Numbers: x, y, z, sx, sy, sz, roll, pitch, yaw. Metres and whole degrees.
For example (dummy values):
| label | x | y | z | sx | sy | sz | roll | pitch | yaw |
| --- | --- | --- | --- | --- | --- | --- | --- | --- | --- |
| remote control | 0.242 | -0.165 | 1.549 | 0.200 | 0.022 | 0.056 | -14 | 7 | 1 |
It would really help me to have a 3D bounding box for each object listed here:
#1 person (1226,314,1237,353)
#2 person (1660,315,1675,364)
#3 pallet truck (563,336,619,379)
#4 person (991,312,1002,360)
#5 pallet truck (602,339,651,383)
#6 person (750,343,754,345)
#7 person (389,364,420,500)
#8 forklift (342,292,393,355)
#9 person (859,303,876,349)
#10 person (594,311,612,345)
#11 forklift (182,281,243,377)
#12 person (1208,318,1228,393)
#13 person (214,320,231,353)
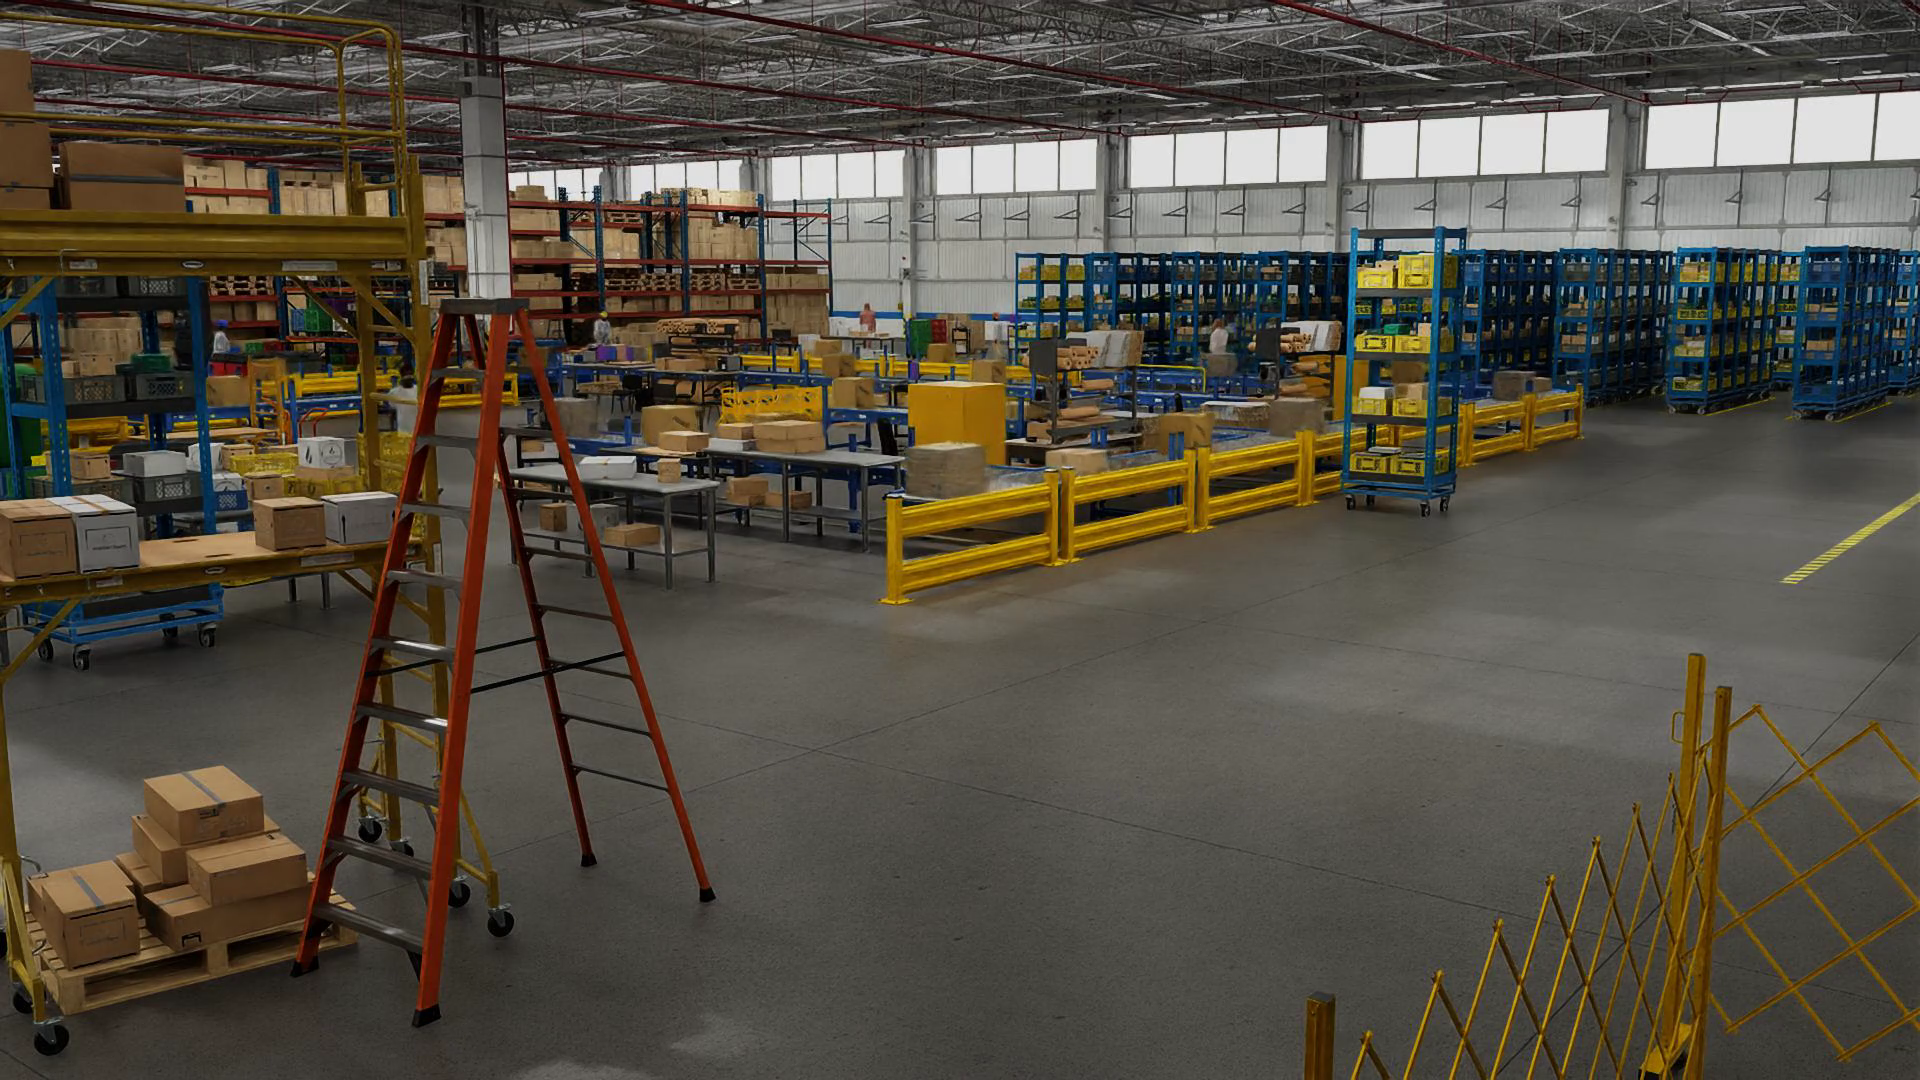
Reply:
| label | x | y | z | sx | sy | sz | roll | pitch | yaw |
| --- | --- | --- | --- | --- | --- | --- | --- | --- | --- |
| person | 8.189 | -5.921 | 50.267 | 0.442 | 1.828 | 0.583 | 3 | 10 | 17 |
| person | 22.386 | -6.247 | 52.374 | 0.885 | 1.800 | 0.595 | 5 | 10 | 28 |
| pallet truck | -10.690 | -5.294 | 48.215 | 1.601 | 1.201 | 0.680 | -5 | 10 | -26 |
| person | 1.237 | -6.824 | 56.161 | 0.417 | 1.734 | 0.585 | 0 | 9 | 3 |
| pallet truck | -8.991 | -4.871 | 45.351 | 0.653 | 1.274 | 1.630 | 7 | 11 | 37 |
| person | -8.946 | -8.896 | 69.210 | 0.880 | 1.707 | 0.488 | -3 | 10 | -17 |
| person | -7.329 | -1.441 | 22.318 | 0.538 | 1.817 | 0.956 | -6 | 11 | -33 |
| forklift | -16.485 | -5.622 | 45.120 | 1.129 | 2.768 | 1.873 | 7 | 11 | 37 |
| person | -3.610 | -8.292 | 64.899 | 0.664 | 1.869 | 0.886 | -1 | 9 | -7 |
| person | -11.816 | -6.695 | 55.146 | 0.613 | 1.805 | 0.484 | -8 | 12 | -42 |
| forklift | -20.112 | -5.438 | 43.971 | 1.129 | 2.768 | 1.873 | 7 | 11 | 37 |
| person | 6.526 | -4.669 | 42.198 | 0.402 | 1.911 | 0.639 | 7 | 12 | 39 |
| person | -18.196 | -4.501 | 41.187 | 1.012 | 1.893 | 0.604 | -4 | 10 | -23 |
